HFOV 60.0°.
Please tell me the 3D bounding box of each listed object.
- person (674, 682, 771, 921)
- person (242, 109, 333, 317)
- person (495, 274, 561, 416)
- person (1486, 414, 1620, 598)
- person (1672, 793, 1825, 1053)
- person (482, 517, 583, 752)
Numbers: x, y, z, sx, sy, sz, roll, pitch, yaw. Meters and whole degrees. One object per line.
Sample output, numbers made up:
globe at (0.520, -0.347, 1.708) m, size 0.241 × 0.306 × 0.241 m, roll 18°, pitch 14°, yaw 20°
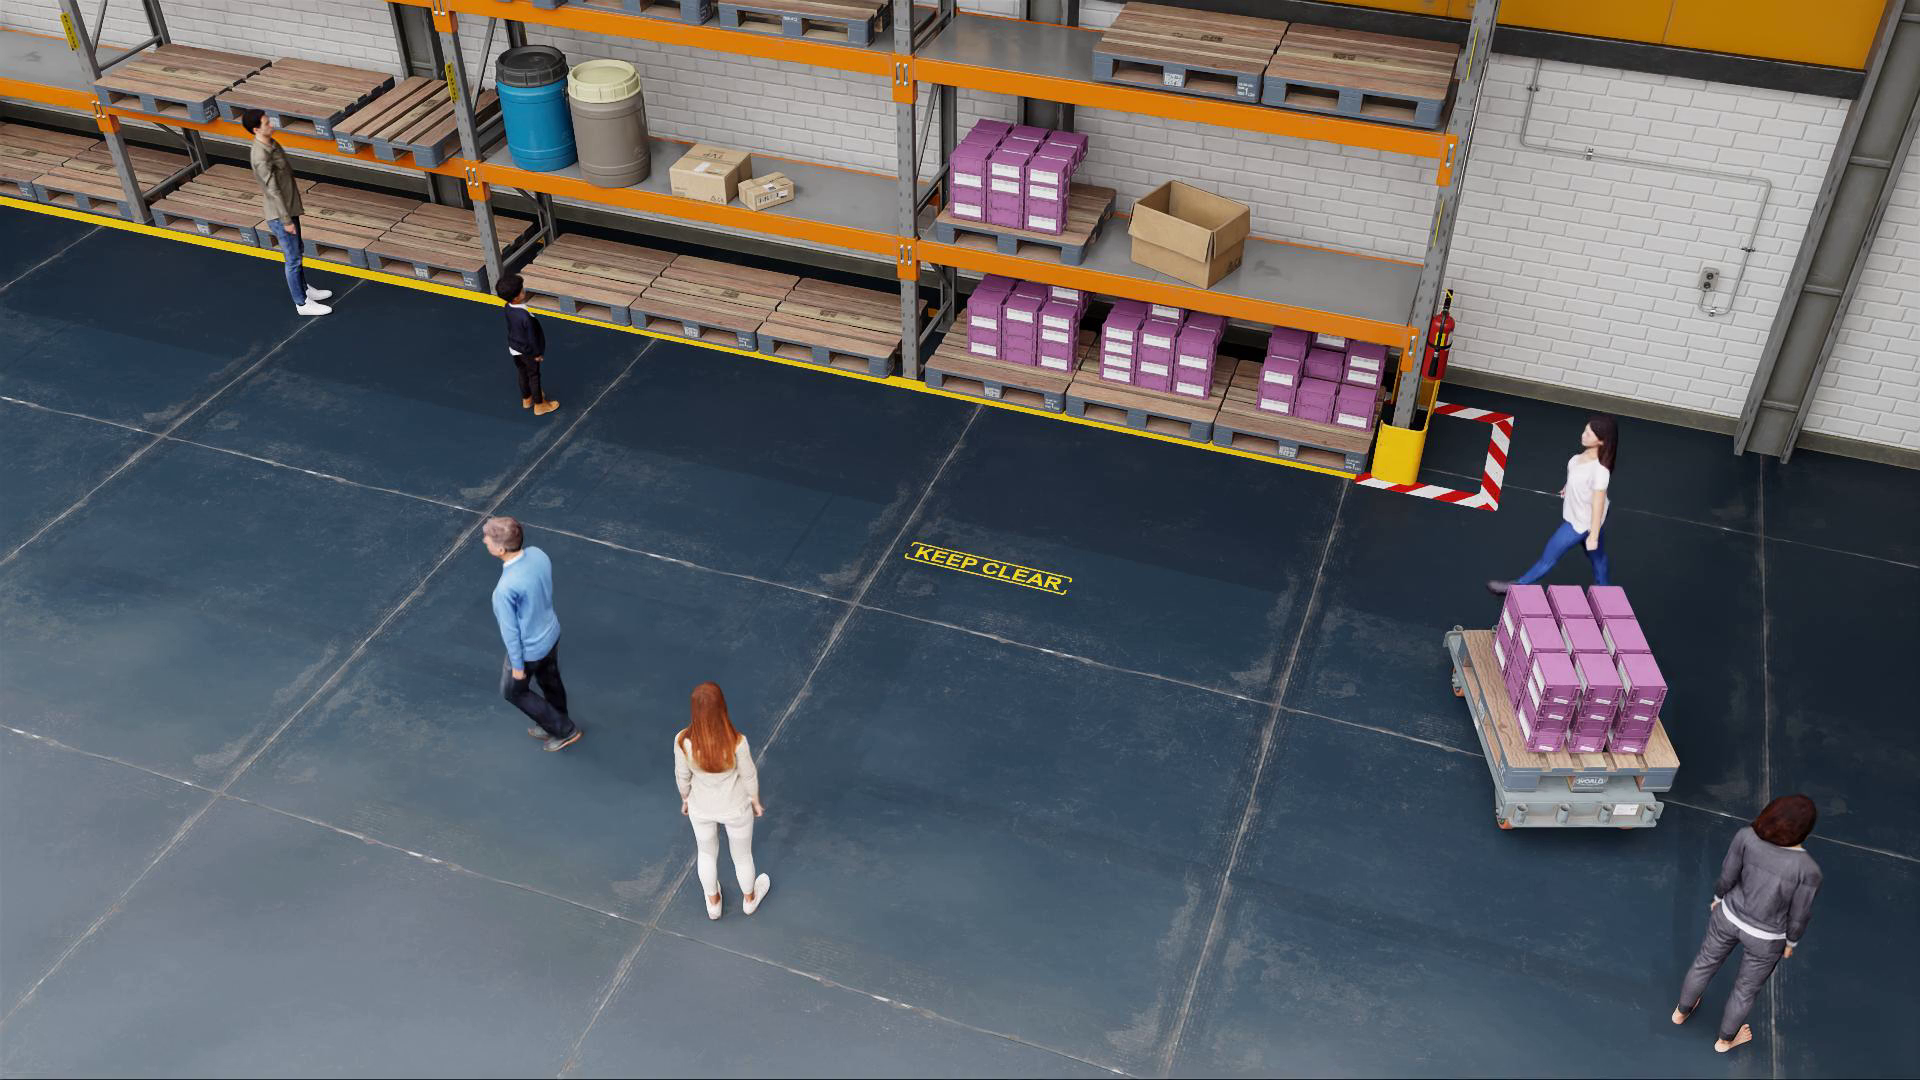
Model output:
person at (-1.311, 1.442, 9.072) m, size 0.592 × 1.713 × 0.733 m, roll 1°, pitch 39°, yaw 1°
person at (-5.825, -2.820, 14.287) m, size 0.806 × 1.866 × 0.792 m, roll -9°, pitch 40°, yaw -11°
person at (-3.467, -1.563, 13.224) m, size 0.641 × 1.227 × 0.551 m, roll -32°, pitch 48°, yaw -33°
person at (4.234, -0.102, 11.066) m, size 1.066 × 1.638 × 0.759 m, roll 13°, pitch 40°, yaw 15°
person at (4.009, 1.932, 8.414) m, size 0.750 × 1.768 × 0.628 m, roll -29°, pitch 47°, yaw -31°
person at (-2.507, 0.612, 10.044) m, size 0.670 × 1.798 × 0.687 m, roll 11°, pitch 40°, yaw 13°
